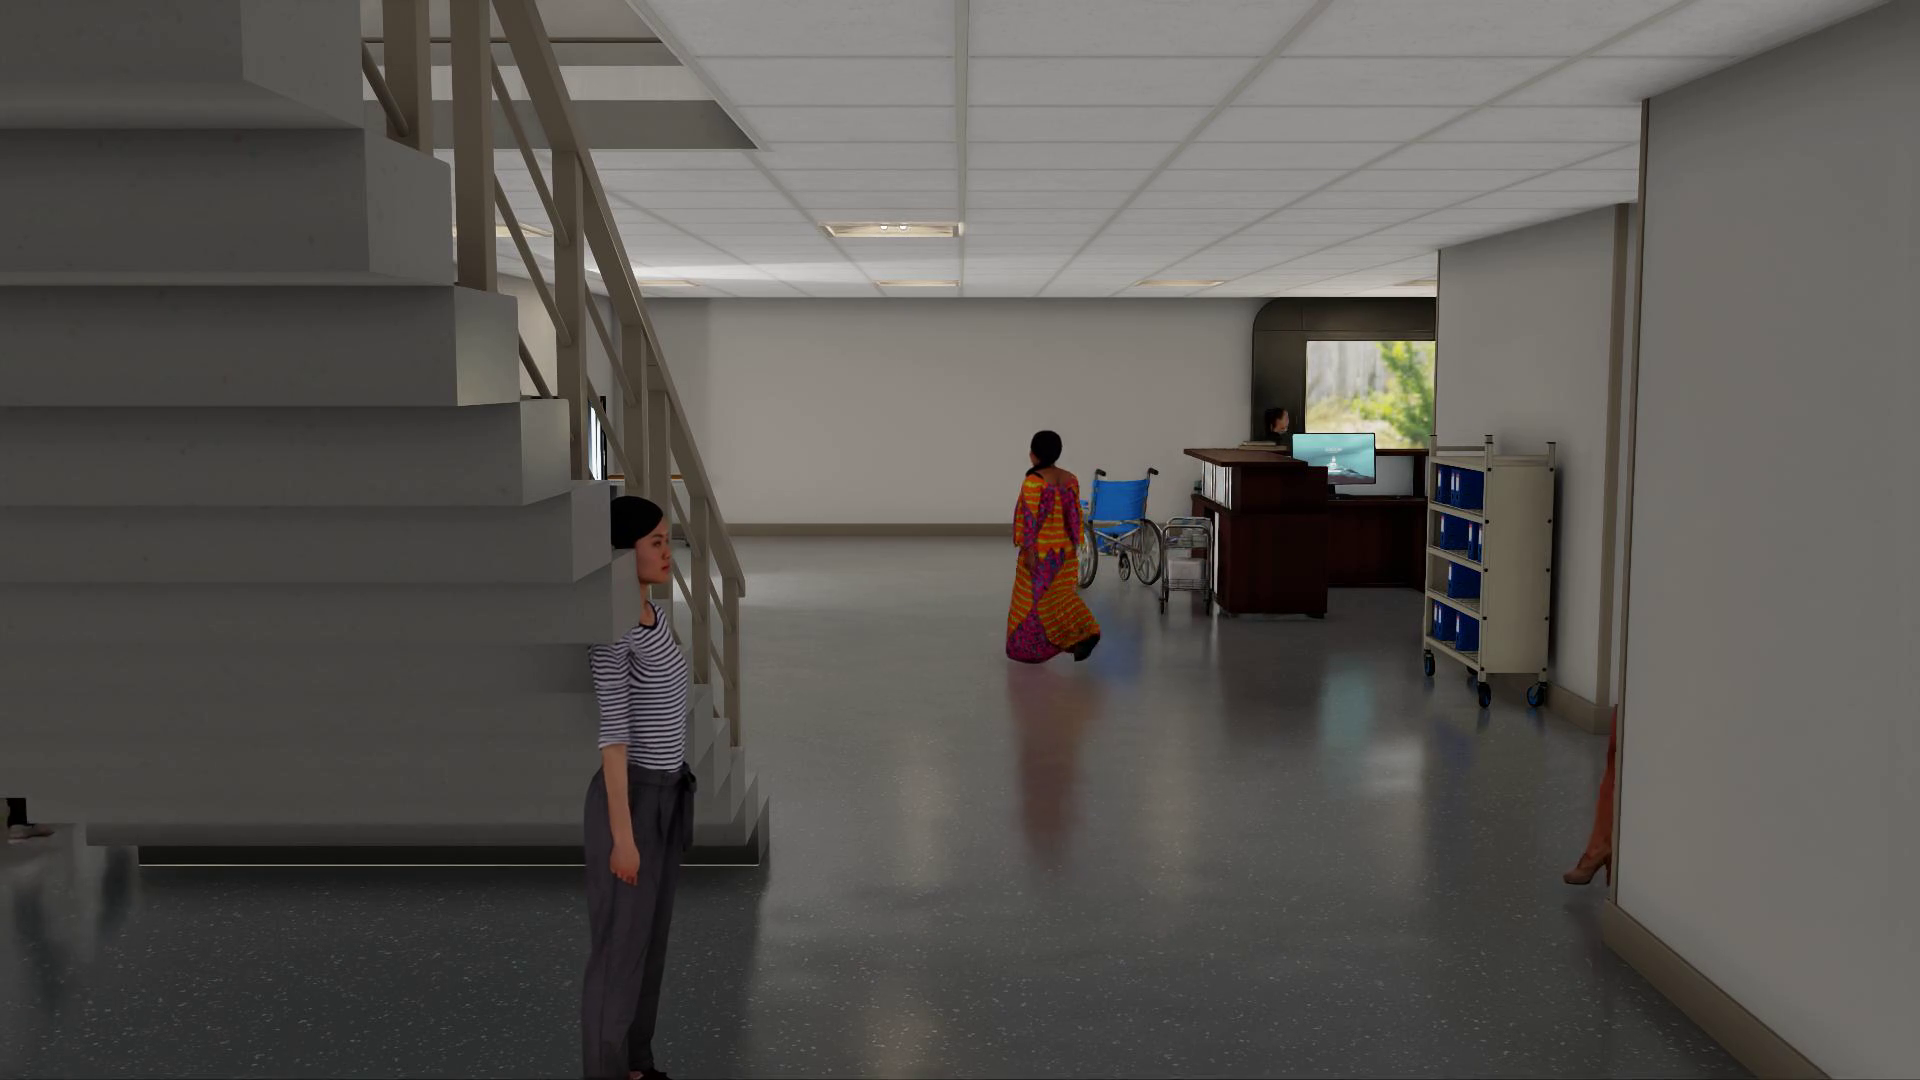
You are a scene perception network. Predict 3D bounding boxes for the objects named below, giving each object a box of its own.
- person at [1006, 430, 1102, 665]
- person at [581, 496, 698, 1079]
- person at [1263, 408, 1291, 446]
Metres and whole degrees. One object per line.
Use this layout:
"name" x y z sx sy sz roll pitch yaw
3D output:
"person" 0.641 0.061 11.635 1.048 1.655 1.142 -5 8 -41
"person" -0.895 0.740 4.498 0.669 1.733 0.472 0 6 5
"person" 3.101 -0.483 16.883 0.713 1.687 0.792 1 6 7
